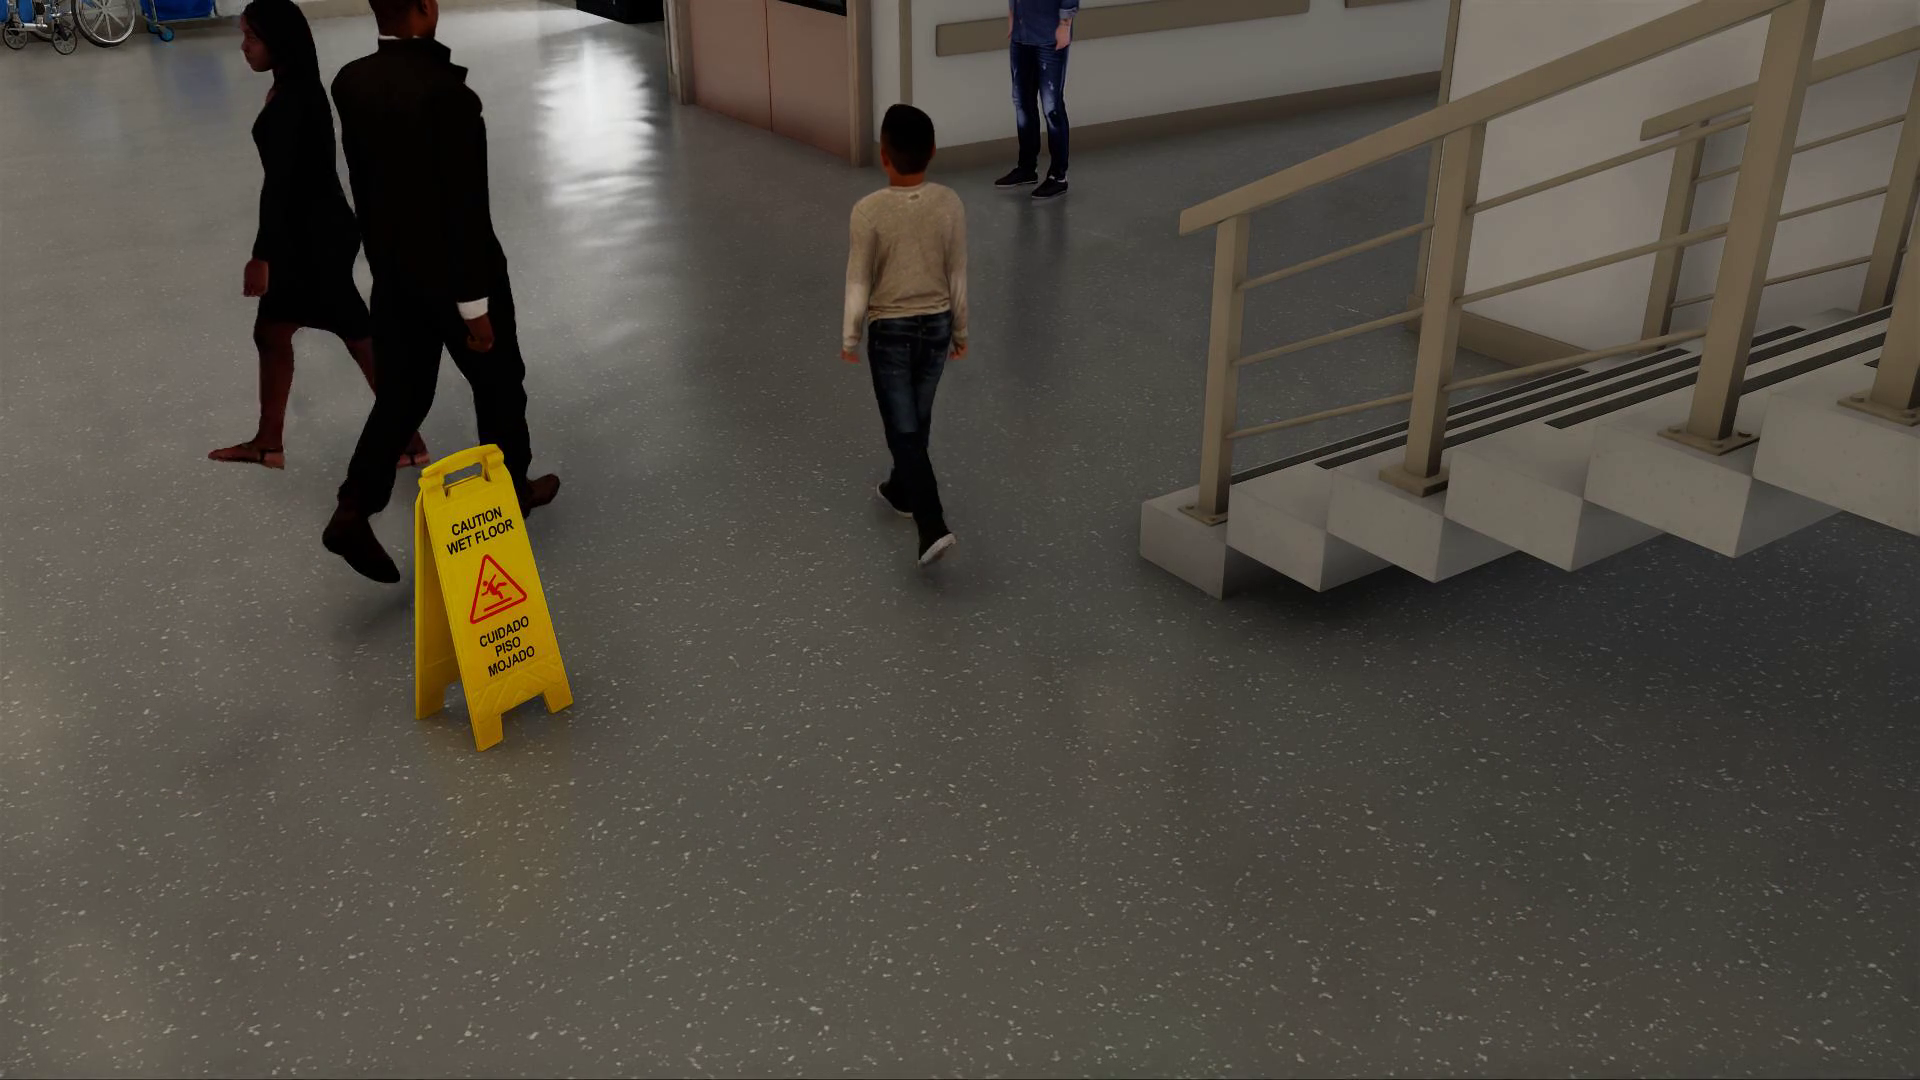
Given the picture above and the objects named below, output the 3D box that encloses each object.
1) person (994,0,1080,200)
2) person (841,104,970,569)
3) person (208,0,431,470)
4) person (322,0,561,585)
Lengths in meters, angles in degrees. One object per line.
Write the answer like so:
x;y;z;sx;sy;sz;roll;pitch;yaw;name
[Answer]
0.462;-2.929;9.653;0.786;1.825;0.506;-19;31;-33;person
-0.138;-0.619;5.305;0.691;1.441;1.035;-11;28;-22;person
-2.142;-0.997;5.801;0.805;1.692;0.972;-10;27;-19;person
-1.679;-0.767;5.121;1.319;1.867;1.217;10;27;20;person
